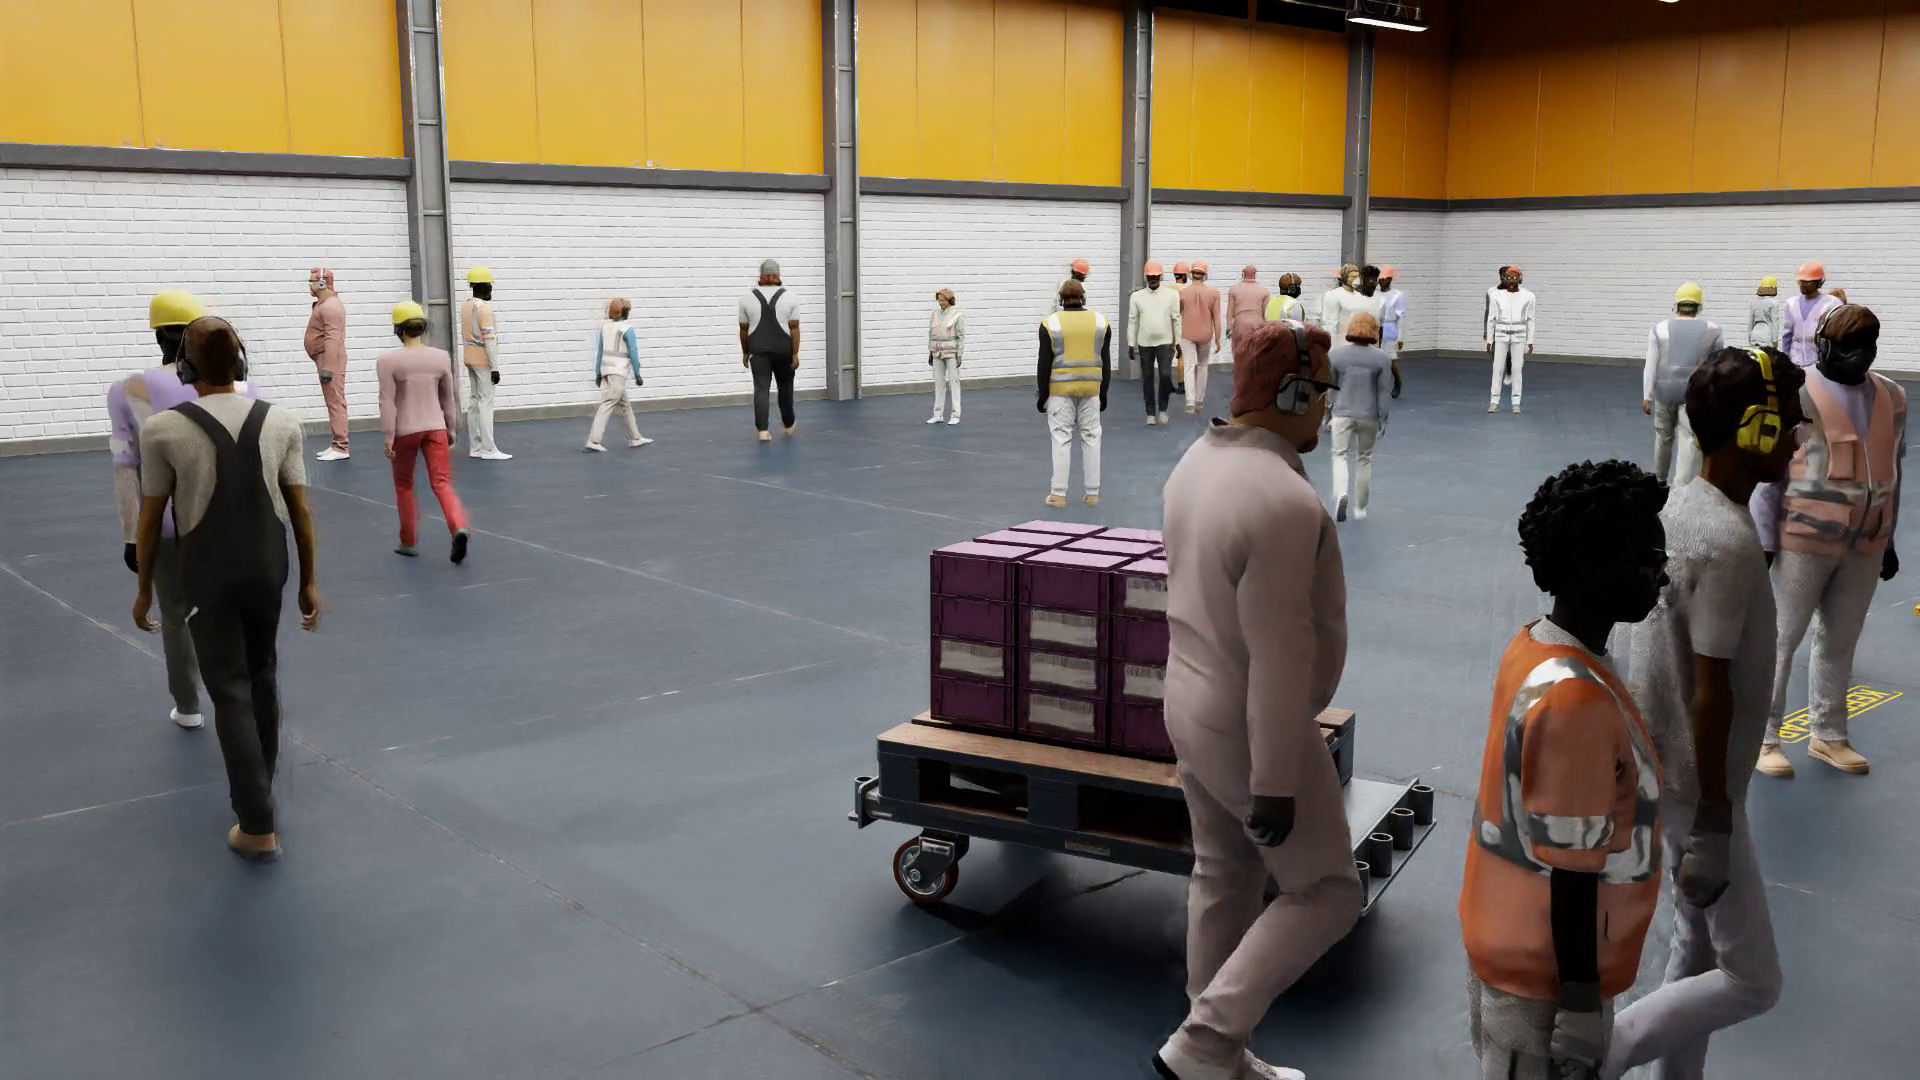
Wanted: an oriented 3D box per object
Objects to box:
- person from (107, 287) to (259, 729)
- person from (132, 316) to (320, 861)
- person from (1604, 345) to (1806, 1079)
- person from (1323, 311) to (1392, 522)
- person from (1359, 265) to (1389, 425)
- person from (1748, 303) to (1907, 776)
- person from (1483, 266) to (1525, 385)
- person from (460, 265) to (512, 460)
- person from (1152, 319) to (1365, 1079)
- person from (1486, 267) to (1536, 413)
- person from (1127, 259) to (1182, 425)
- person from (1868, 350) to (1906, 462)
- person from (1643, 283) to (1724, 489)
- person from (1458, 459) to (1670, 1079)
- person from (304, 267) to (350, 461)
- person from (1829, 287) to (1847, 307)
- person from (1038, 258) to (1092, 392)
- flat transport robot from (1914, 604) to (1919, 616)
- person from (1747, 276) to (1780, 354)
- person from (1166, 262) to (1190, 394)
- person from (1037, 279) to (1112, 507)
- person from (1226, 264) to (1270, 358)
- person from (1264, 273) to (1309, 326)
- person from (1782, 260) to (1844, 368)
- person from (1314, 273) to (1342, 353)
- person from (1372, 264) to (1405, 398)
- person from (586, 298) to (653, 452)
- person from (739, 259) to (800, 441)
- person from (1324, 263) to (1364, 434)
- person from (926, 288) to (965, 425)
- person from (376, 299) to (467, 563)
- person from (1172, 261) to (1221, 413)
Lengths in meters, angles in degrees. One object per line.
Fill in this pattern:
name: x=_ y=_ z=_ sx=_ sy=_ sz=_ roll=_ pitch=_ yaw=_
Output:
person: x=-3.162 y=-0.090 z=6.908 sx=0.597 sy=1.901 sz=0.816 roll=-7 pitch=12 yaw=-34
person: x=-2.549 y=0.147 z=5.720 sx=0.533 sy=1.813 sz=0.801 roll=-9 pitch=13 yaw=-43
person: x=1.508 y=0.517 z=3.482 sx=0.521 sy=1.844 sz=0.519 roll=1 pitch=10 yaw=8
person: x=2.992 y=-0.922 z=12.576 sx=0.501 sy=1.614 sz=0.653 roll=2 pitch=10 yaw=13
person: x=4.889 y=-2.375 z=20.241 sx=0.620 sy=1.919 sz=1.017 roll=-2 pitch=10 yaw=-12
person: x=3.381 y=0.007 z=6.484 sx=0.633 sy=1.841 sz=0.429 roll=-1 pitch=10 yaw=-8
person: x=8.283 y=-3.222 z=25.282 sx=0.598 sy=1.888 sz=0.707 roll=5 pitch=11 yaw=25
person: x=-4.745 y=-1.756 z=16.546 sx=0.359 sy=1.930 sz=0.588 roll=-8 pitch=13 yaw=-40
person: x=0.693 y=0.440 z=3.828 sx=0.420 sy=1.882 sz=0.647 roll=-3 pitch=10 yaw=-15
person: x=7.099 y=-2.574 z=21.468 sx=0.584 sy=1.882 sz=0.339 roll=3 pitch=10 yaw=19
person: x=2.316 y=-2.354 z=19.895 sx=0.660 sy=1.977 sz=0.488 roll=2 pitch=10 yaw=12
person: x=4.253 y=-0.173 z=8.077 sx=0.545 sy=1.643 sz=0.876 roll=6 pitch=11 yaw=31
person: x=6.062 y=-1.245 z=13.955 sx=0.624 sy=1.781 sz=0.924 roll=4 pitch=10 yaw=20
person: x=1.010 y=0.705 z=2.819 sx=0.317 sy=1.695 sz=0.540 roll=2 pitch=10 yaw=13
person: x=-6.298 y=-1.745 z=16.545 sx=0.406 sy=1.911 sz=0.636 roll=-3 pitch=10 yaw=-18
person: x=11.776 y=-2.594 z=22.369 sx=0.514 sy=1.611 sz=0.531 roll=5 pitch=11 yaw=27
person: x=1.521 y=-3.072 z=24.083 sx=0.734 sy=1.991 sz=0.679 roll=-7 pitch=12 yaw=-37
flat transport robot: x=5.948 y=0.280 z=9.475 sx=0.652 sy=0.197 sz=1.431 roll=8 pitch=12 yaw=39
person: x=11.299 y=-2.831 z=23.375 sx=0.282 sy=1.746 sz=0.493 roll=-4 pitch=11 yaw=-23
person: x=3.228 y=-3.118 z=24.496 sx=0.379 sy=1.938 sz=0.547 roll=-8 pitch=12 yaw=-38
person: x=0.912 y=-1.184 z=13.473 sx=0.619 sy=1.838 sz=0.430 roll=-2 pitch=10 yaw=-13
person: x=4.421 y=-3.283 z=25.581 sx=0.673 sy=1.893 sz=0.420 roll=1 pitch=10 yaw=4
person: x=3.529 y=-1.944 z=17.906 sx=0.429 sy=1.845 sz=0.621 roll=-4 pitch=10 yaw=-21
person: x=8.837 y=-1.886 z=17.161 sx=0.894 sy=2.000 sz=0.627 roll=-5 pitch=11 yaw=-26
person: x=4.696 y=-2.458 z=20.773 sx=0.582 sy=1.886 sz=0.554 roll=-9 pitch=13 yaw=-42
person: x=5.874 y=-2.837 z=22.928 sx=0.549 sy=1.918 sz=0.757 roll=7 pitch=12 yaw=36
person: x=-3.589 y=-1.718 z=17.323 sx=0.882 sy=1.588 sz=0.495 roll=-9 pitch=14 yaw=-44
person: x=-2.090 y=-2.132 z=18.421 sx=0.692 sy=2.000 sz=1.064 roll=0 pitch=10 yaw=3
person: x=4.389 y=-2.172 z=18.953 sx=0.627 sy=1.940 sz=0.370 roll=-9 pitch=13 yaw=-42
person: x=-0.168 y=-2.205 z=20.023 sx=0.512 sy=1.640 sz=0.309 roll=7 pitch=12 yaw=35
person: x=-3.555 y=-0.717 z=11.016 sx=0.537 sy=1.743 sz=0.794 roll=-8 pitch=13 yaw=-39
person: x=3.056 y=-2.646 z=21.674 sx=0.661 sy=1.949 sz=0.898 roll=1 pitch=10 yaw=4
